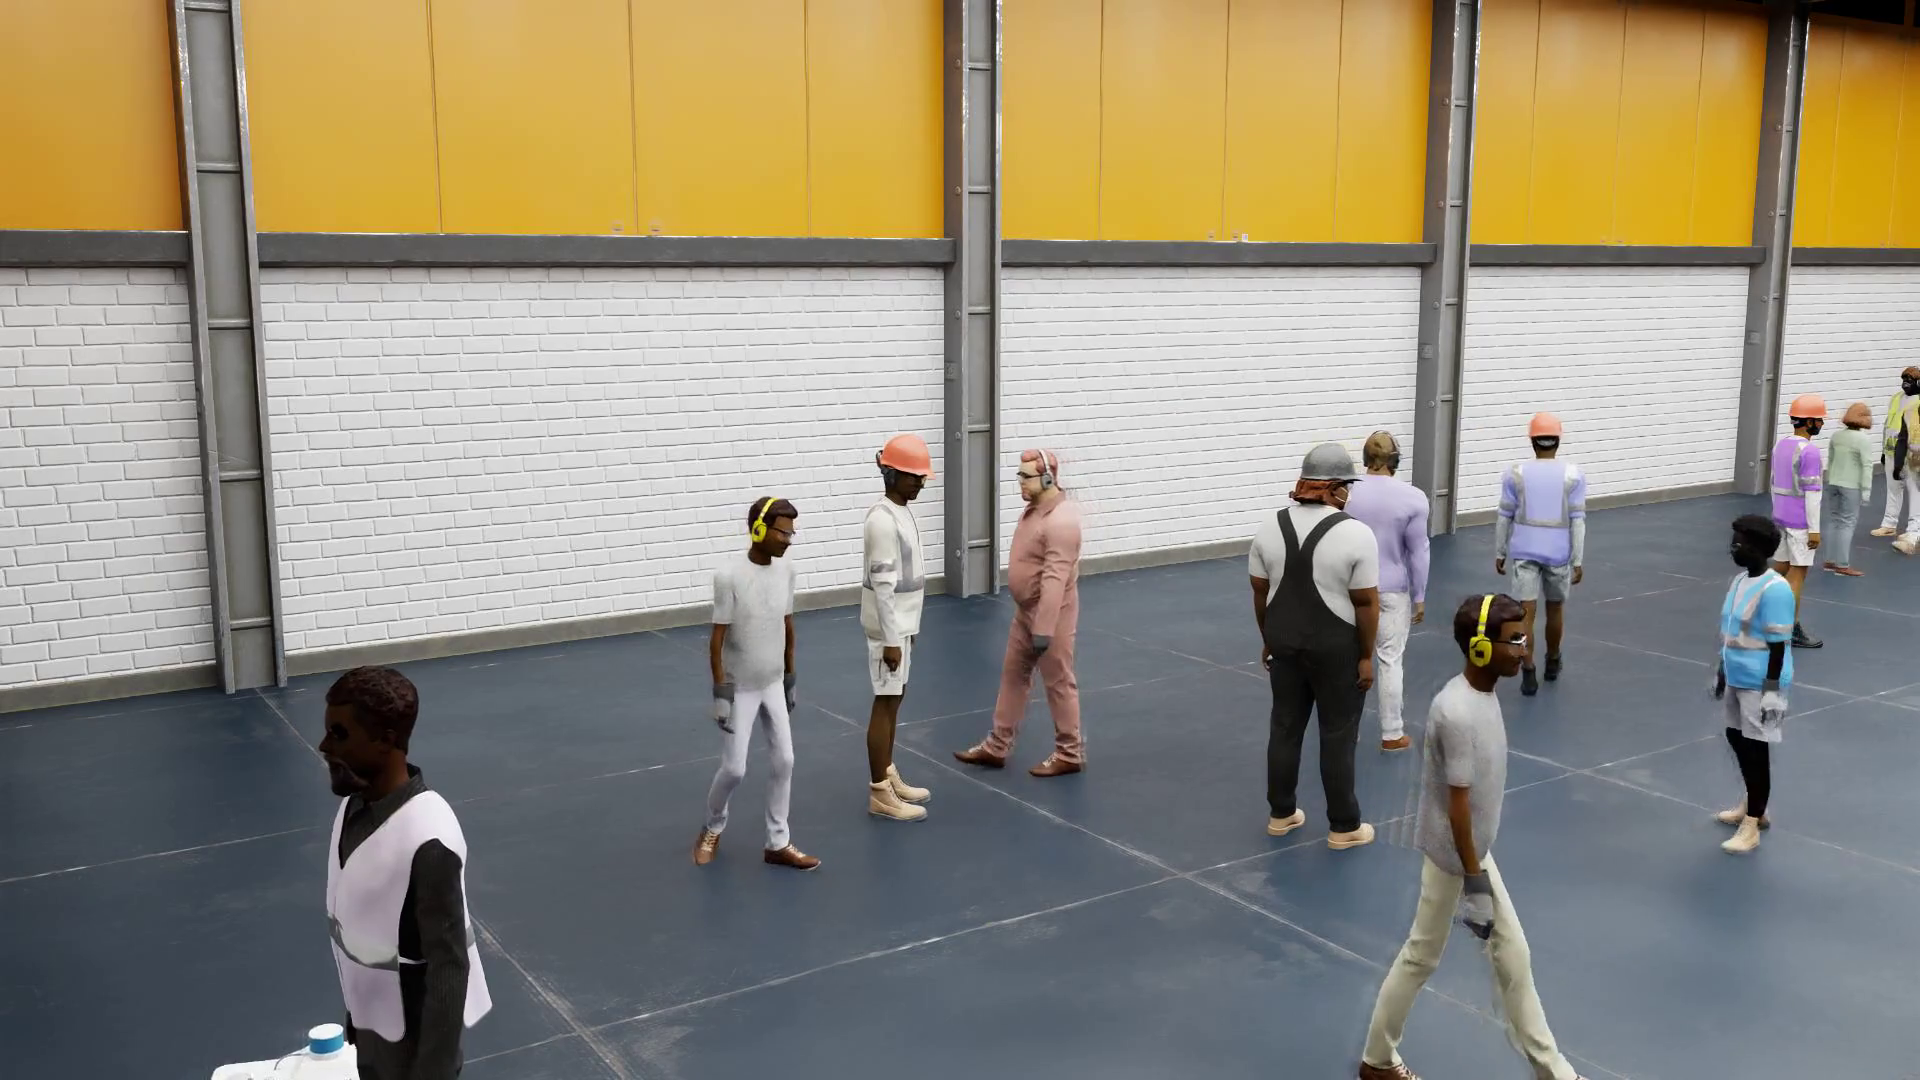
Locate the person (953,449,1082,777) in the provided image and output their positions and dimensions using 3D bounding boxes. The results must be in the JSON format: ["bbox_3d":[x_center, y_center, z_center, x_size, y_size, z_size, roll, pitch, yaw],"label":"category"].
[{"bbox_3d":[0.348,0.429,9.375,0.766,1.882,0.678,-3,10,-15],"label":"person"}]

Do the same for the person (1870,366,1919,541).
[{"bbox_3d":[10.028,-0.915,17.622,0.429,1.844,0.626,-3,10,-20],"label":"person"}]

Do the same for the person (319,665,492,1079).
[{"bbox_3d":[-1.435,1.256,4.308,0.391,1.920,0.587,-7,12,-37],"label":"person"}]

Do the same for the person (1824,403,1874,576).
[{"bbox_3d":[8.383,-0.479,15.659,0.383,1.626,0.549,-3,10,-15],"label":"person"}]

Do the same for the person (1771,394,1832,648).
[{"bbox_3d":[6.405,-0.148,12.709,0.354,1.939,0.544,-1,9,-4],"label":"person"}]

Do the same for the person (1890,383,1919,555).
[{"bbox_3d":[9.768,-0.747,16.789,0.972,1.784,0.633,-5,10,-25],"label":"person"}]

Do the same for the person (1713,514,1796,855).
[{"bbox_3d":[3.998,0.710,8.339,0.448,1.669,0.616,0,9,2],"label":"person"}]

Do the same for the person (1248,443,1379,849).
[{"bbox_3d":[1.826,0.516,8.401,0.682,2.000,0.536,8,13,41],"label":"person"}]

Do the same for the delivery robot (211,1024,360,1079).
[{"bbox_3d":[-1.955,1.748,5.161,0.707,0.478,0.477,-2,10,-14],"label":"delivery robot"}]

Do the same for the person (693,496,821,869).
[{"bbox_3d":[-1.029,0.691,7.989,0.589,1.840,0.554,9,13,42],"label":"person"}]

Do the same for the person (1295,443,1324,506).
[{"bbox_3d":[2.630,0.160,11.565,0.670,1.698,0.395,-2,10,-14],"label":"person"}]

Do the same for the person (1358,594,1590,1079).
[{"bbox_3d":[1.804,1.086,5.583,0.953,1.826,0.559,6,11,30],"label":"person"}]

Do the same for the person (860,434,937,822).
[{"bbox_3d":[-0.318,0.455,8.794,0.403,2.033,0.606,1,9,7],"label":"person"}]

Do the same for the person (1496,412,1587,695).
[{"bbox_3d":[3.993,0.074,11.457,0.571,1.904,0.801,4,10,20],"label":"person"}]

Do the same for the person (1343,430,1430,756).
[{"bbox_3d":[2.471,0.314,9.925,0.633,1.936,0.353,5,11,29],"label":"person"}]
